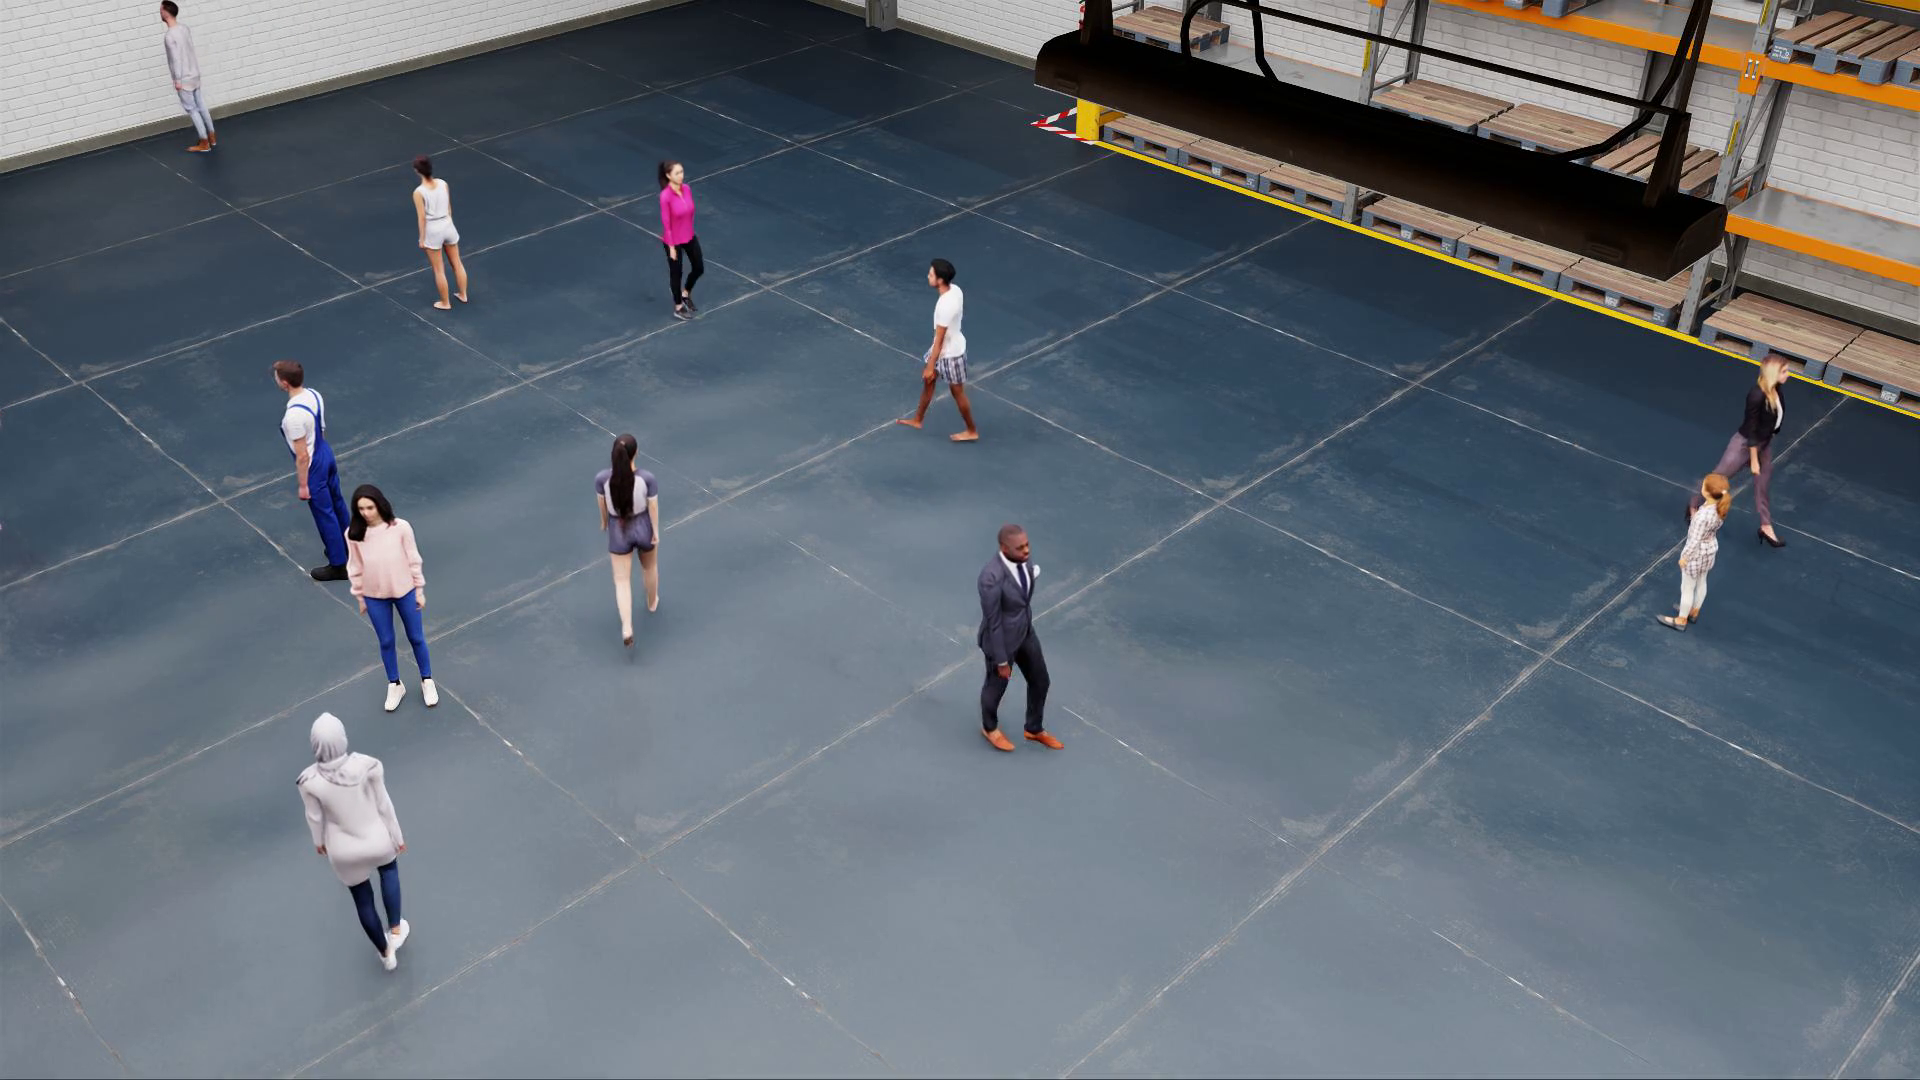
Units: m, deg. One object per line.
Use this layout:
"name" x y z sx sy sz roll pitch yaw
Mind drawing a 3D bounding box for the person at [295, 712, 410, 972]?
"person" -3.358 1.758 9.316 0.734 1.767 0.738 -10 35 -15

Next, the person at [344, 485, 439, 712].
"person" -3.894 0.377 11.392 0.729 1.769 0.742 -6 34 -9

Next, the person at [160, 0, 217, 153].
"person" -9.543 -5.729 20.515 0.793 1.839 0.752 2 34 3

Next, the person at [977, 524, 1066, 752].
"person" 0.243 0.629 10.985 0.882 1.801 0.802 20 39 28

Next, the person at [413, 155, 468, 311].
"person" -5.262 -3.121 16.778 0.530 1.632 0.582 24 41 32

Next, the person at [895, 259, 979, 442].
"person" -0.015 -1.612 14.449 1.107 1.699 1.027 1 34 2

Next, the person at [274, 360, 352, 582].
"person" -4.923 -0.548 12.710 0.768 1.850 0.721 2 34 3

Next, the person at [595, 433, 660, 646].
"person" -2.400 0.007 12.083 0.957 1.620 1.074 -4 34 -6

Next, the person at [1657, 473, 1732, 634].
"person" 5.454 0.084 12.248 0.554 1.310 0.519 -23 40 -31

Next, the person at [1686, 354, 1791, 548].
"person" 6.141 -0.724 13.174 0.663 1.631 1.051 -25 41 -32

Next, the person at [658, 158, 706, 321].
"person" -2.851 -2.996 16.540 0.619 1.689 0.609 24 40 31
